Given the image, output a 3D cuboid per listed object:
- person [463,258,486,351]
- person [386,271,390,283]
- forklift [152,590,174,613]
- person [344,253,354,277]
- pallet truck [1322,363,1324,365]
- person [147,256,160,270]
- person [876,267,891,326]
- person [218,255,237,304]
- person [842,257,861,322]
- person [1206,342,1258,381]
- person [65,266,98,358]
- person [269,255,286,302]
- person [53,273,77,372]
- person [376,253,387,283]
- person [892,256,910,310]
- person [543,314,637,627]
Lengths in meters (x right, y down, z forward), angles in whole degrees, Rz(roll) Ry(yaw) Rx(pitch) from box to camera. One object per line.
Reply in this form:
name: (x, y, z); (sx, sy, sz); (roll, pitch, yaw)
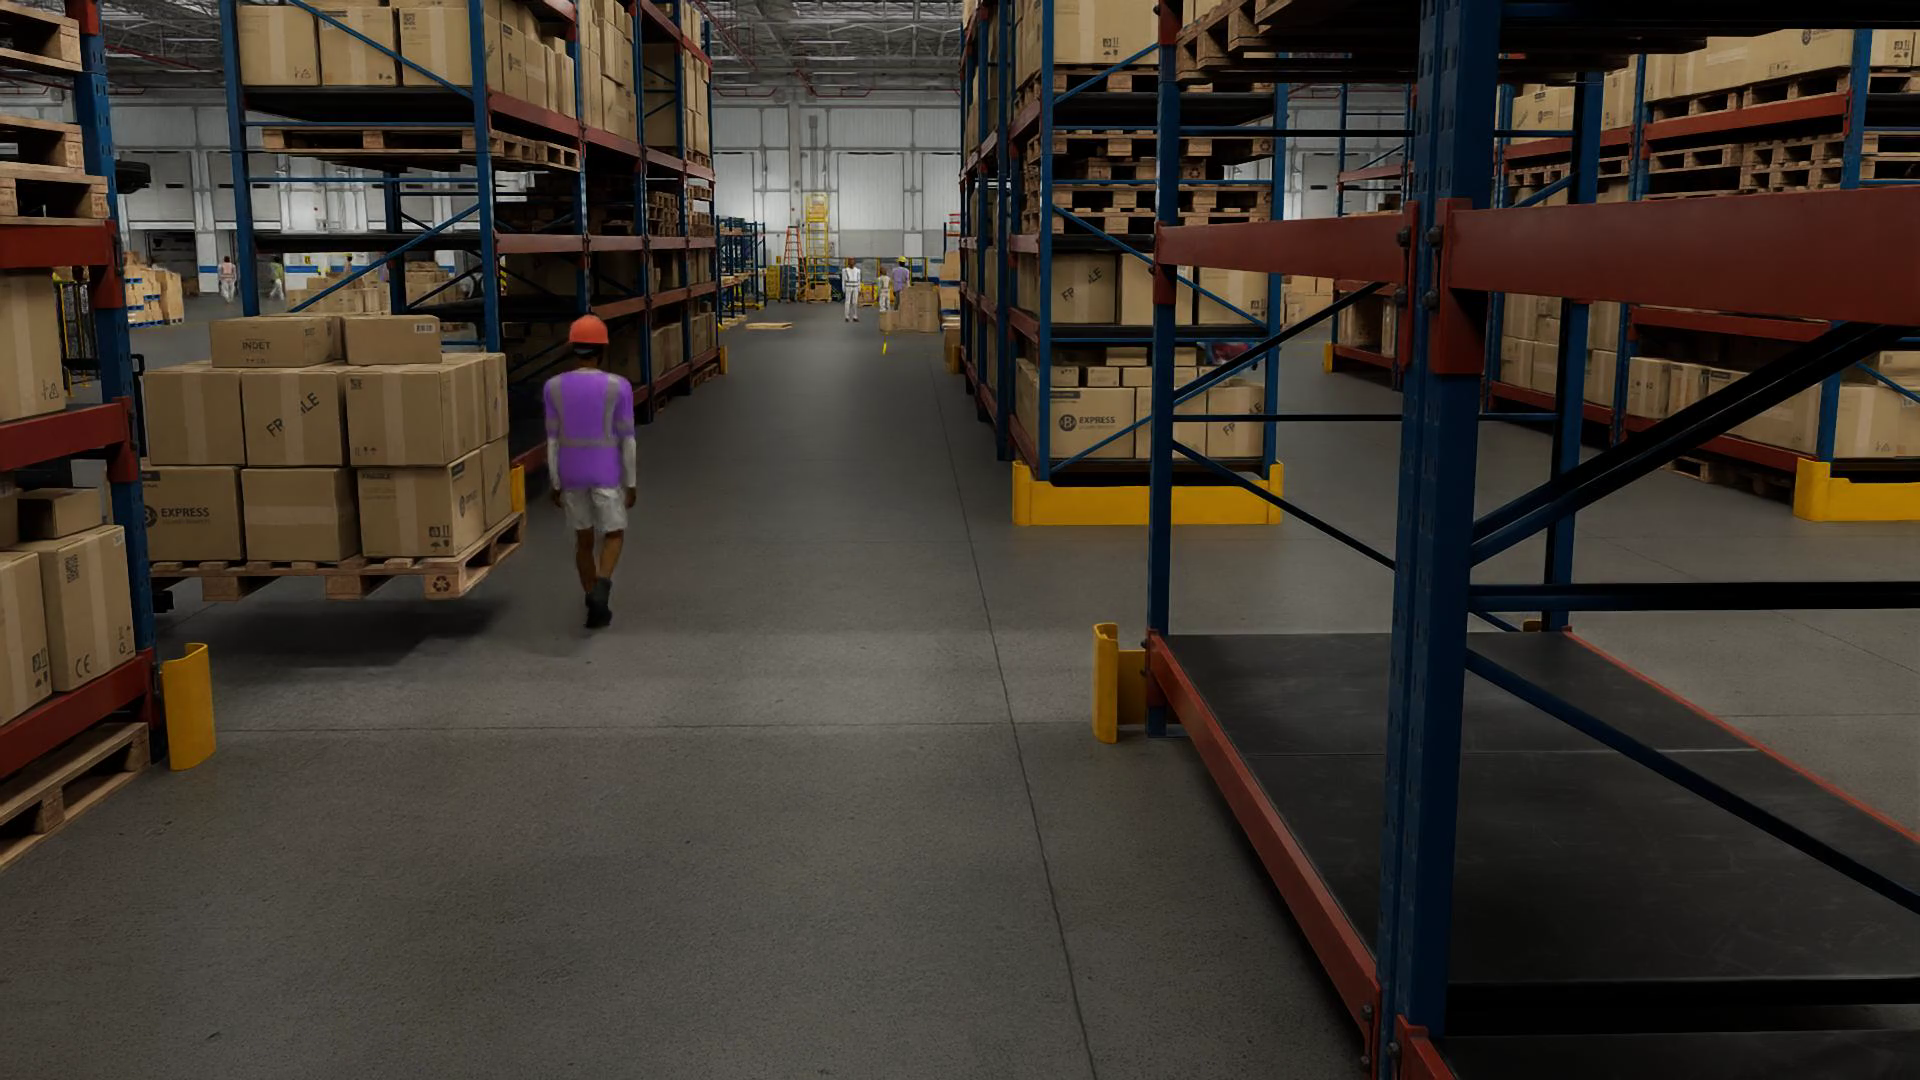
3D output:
person: (-10.166, -4.998, 35.306); (0.686, 2.000, 0.812); (0, 10, 1)
person: (-18.772, -8.386, 55.161); (0.320, 1.690, 0.535); (8, 13, 36)
forklift: (-5.858, -0.811, 9.639); (1.873, 2.768, 1.129); (-1, 10, -3)
person: (-25.055, -10.885, 68.539); (0.866, 1.887, 0.590); (-2, 10, -14)
pallet truck: (7.712, -4.157, 30.737); (1.885, 1.965, 0.823); (3, 11, 16)
person: (-26.088, -8.245, 53.829); (1.012, 1.884, 0.651); (-5, 11, -24)
person: (-2.133, -6.801, 46.458); (0.312, 1.642, 0.512); (8, 13, 39)
person: (-27.311, -9.690, 62.043); (0.628, 1.832, 0.564); (-5, 11, -26)
person: (-3.156, -7.280, 48.450); (0.585, 1.882, 0.340); (-5, 11, -25)
person: (3.376, -2.272, 20.767); (0.626, 1.813, 0.833); (-1, 10, -6)
person: (-16.754, -4.294, 31.744); (0.644, 1.909, 0.402); (0, 10, 3)
person: (-26.746, -10.229, 65.072); (0.770, 1.821, 0.631); (1, 10, 6)
person: (-15.911, -3.803, 29.345); (0.910, 1.795, 0.604); (8, 13, 38)
person: (-21.373, -9.700, 61.815); (0.605, 1.926, 0.546); (-10, 14, -43)
person: (-1.710, -7.316, 48.575); (0.583, 1.918, 0.407); (6, 12, 30)
person: (-2.216, -0.386, 9.966); (0.544, 1.920, 0.584); (0, 10, 1)
